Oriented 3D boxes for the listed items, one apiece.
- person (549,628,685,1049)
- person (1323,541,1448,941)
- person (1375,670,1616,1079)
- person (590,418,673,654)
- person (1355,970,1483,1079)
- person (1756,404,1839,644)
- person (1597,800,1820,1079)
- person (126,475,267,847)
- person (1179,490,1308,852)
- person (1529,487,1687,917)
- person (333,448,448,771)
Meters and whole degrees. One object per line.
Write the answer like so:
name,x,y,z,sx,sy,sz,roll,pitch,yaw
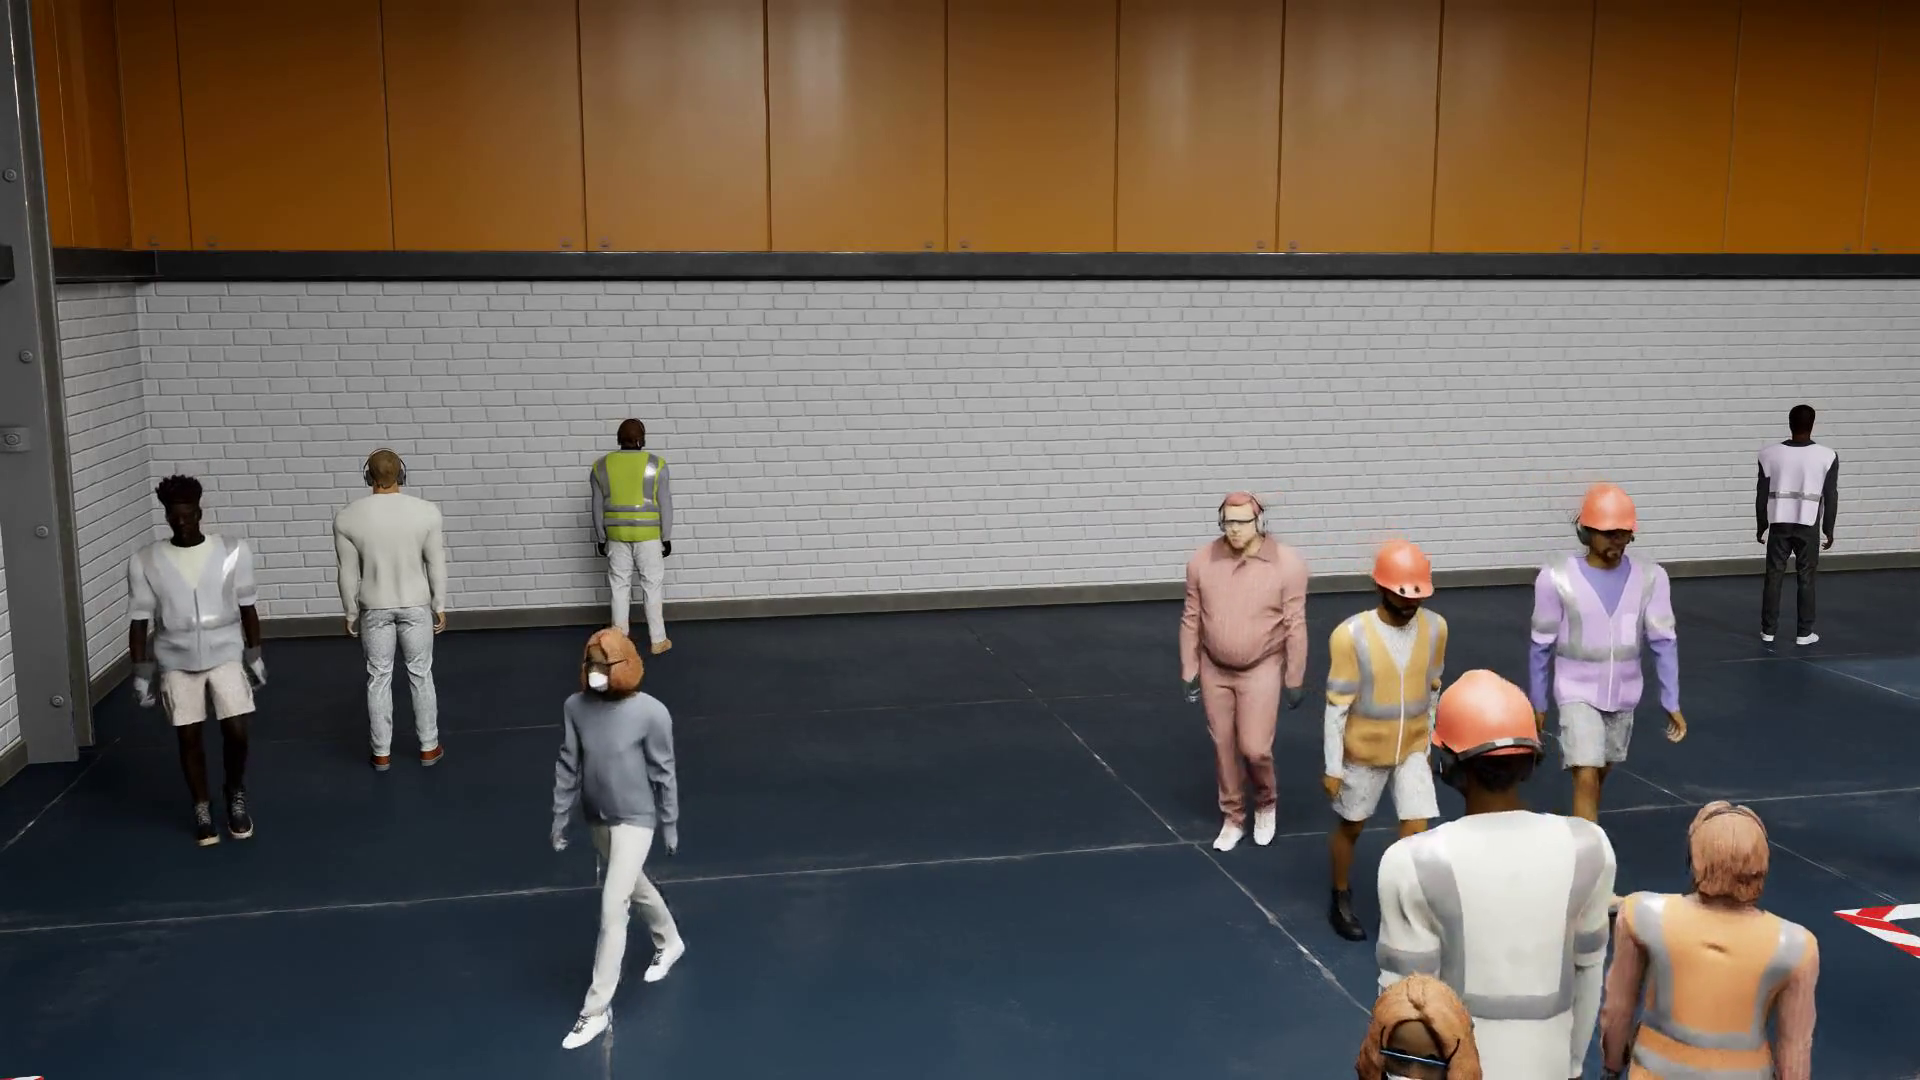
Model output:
person,-1.371,1.125,6.719,0.508,1.597,0.873,5,10,26
person,1.836,0.917,7.138,0.565,1.865,0.942,-2,9,-10
person,1.326,1.337,4.115,0.612,2.020,0.815,0,9,-3
person,-2.535,-0.026,12.941,0.623,1.844,0.430,1,9,3
person,0.896,1.651,3.354,0.507,1.632,0.276,3,10,17
person,6.665,-0.122,13.287,0.593,1.922,0.391,6,11,33
person,1.964,1.489,4.407,0.513,1.613,0.785,3,10,19
person,-3.932,0.632,8.588,0.650,1.950,0.476,-4,10,-25
person,1.421,0.677,8.500,0.654,1.886,0.427,5,11,29
person,3.031,0.738,7.847,0.629,1.987,1.073,0,9,1
person,-3.389,0.416,9.960,0.631,1.939,0.372,-3,10,-18
